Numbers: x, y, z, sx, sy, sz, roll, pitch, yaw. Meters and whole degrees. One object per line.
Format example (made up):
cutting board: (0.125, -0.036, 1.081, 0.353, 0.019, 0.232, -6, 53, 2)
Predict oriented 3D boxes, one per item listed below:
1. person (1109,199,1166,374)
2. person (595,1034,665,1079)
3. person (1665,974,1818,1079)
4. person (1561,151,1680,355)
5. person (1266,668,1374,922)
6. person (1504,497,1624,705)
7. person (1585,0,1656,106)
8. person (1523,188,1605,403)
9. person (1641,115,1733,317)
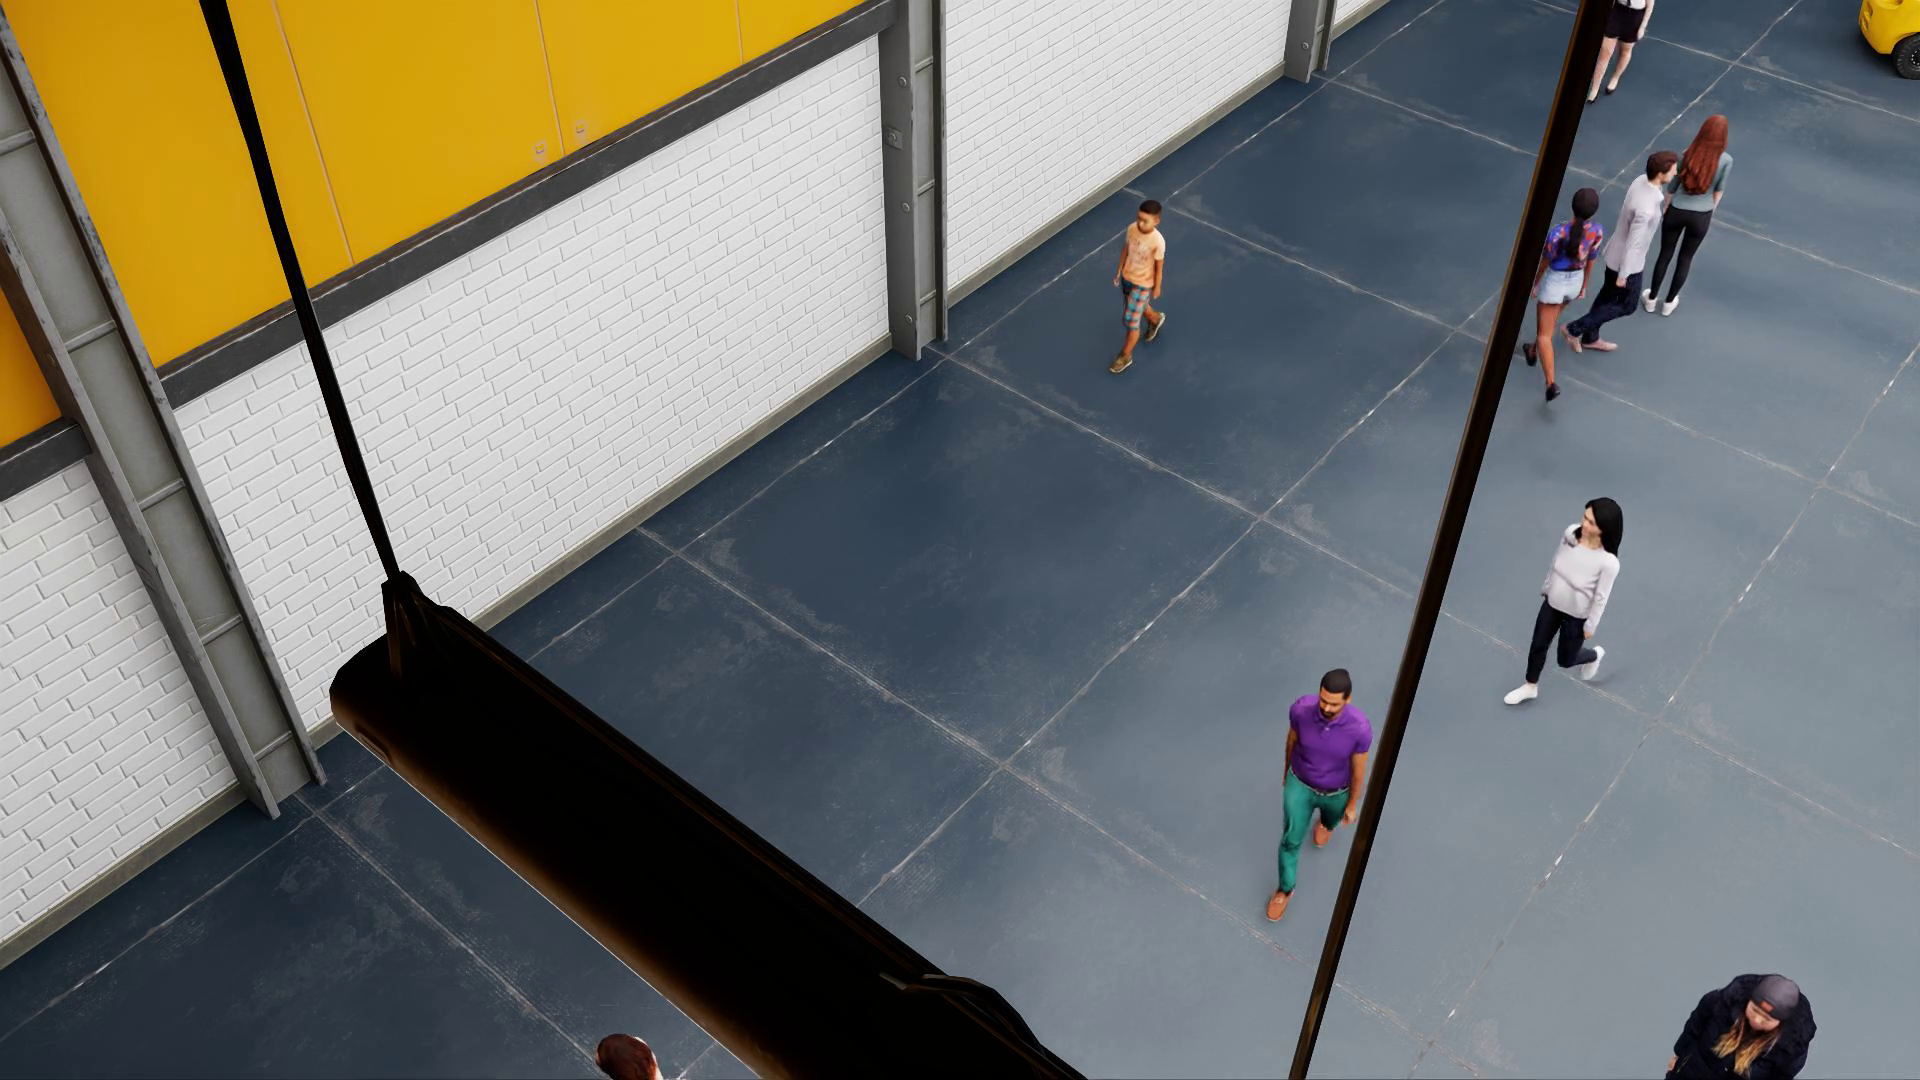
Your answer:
person: (1.446, -2.067, 13.101, 0.972, 1.441, 0.621, -32, 52, -29)
person: (-1.466, 2.787, 7.986, 0.818, 1.466, 0.761, -1, 44, -1)
person: (3.685, 2.595, 8.038, 0.682, 1.674, 0.667, 34, 53, 31)
person: (5.107, -2.217, 12.968, 0.932, 1.841, 0.870, 5, 44, 5)
person: (2.056, 1.311, 9.338, 0.873, 1.739, 1.204, 16, 46, 16)
person: (3.862, 0.396, 10.340, 1.002, 1.682, 0.831, -19, 47, -19)
person: (6.478, -5.045, 16.095, 0.606, 1.622, 0.845, 26, 49, 25)
person: (4.587, -1.844, 12.671, 1.075, 1.711, 1.158, -3, 44, -3)
person: (5.889, -2.613, 13.459, 0.625, 1.737, 0.627, 17, 46, 17)
